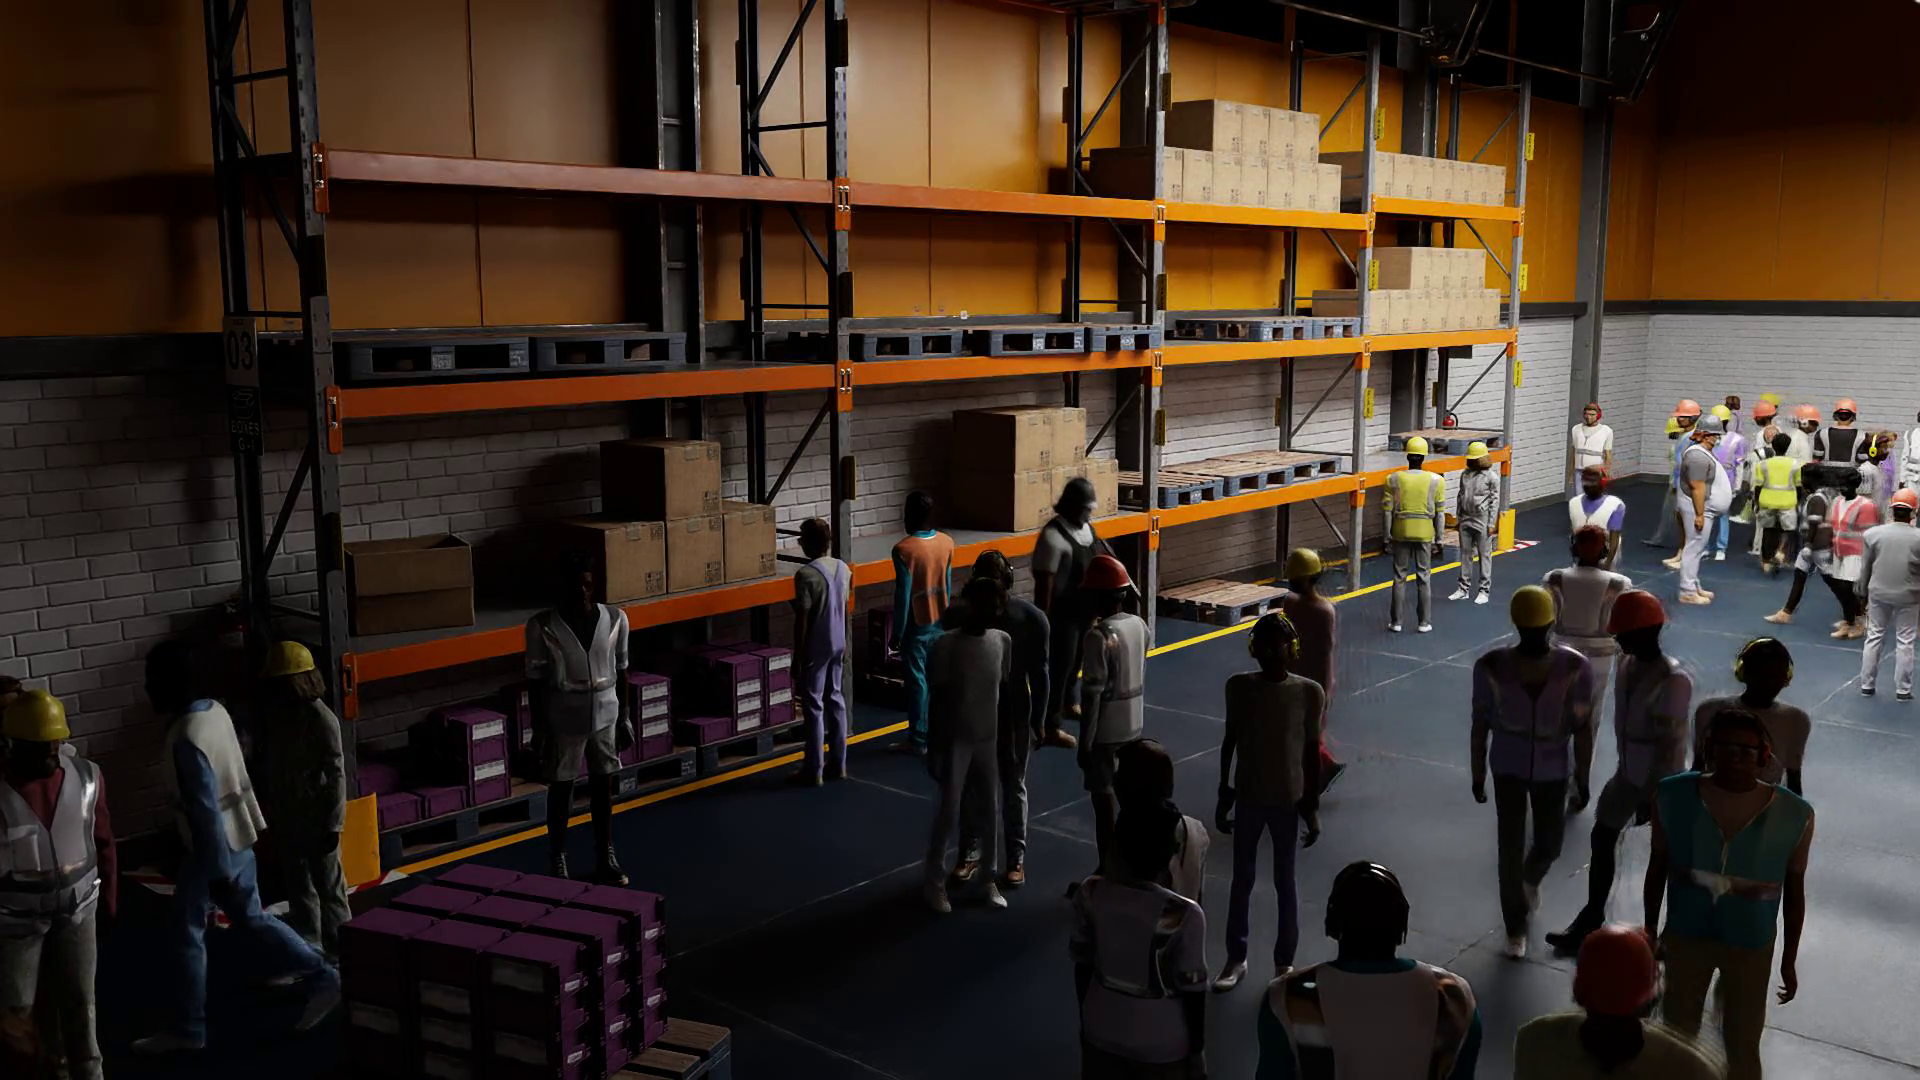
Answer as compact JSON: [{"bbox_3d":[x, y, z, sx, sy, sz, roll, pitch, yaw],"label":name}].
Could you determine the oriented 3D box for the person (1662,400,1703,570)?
[{"bbox_3d":[8.641,-0.654,19.840,0.397,2.039,0.610,1,9,7],"label":"person"}]

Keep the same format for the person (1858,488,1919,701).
[{"bbox_3d":[7.694,0.444,13.666,0.566,1.744,0.350,8,12,42],"label":"person"}]

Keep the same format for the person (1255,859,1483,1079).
[{"bbox_3d":[1.111,1.792,4.661,0.637,1.842,0.429,-1,9,-4],"label":"person"}]

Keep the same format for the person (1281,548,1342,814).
[{"bbox_3d":[2.251,0.904,10.696,0.478,1.750,0.552,-4,10,-23],"label":"person"}]

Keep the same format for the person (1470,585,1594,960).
[{"bbox_3d":[2.930,1.149,8.582,0.598,1.909,0.627,2,9,13],"label":"person"}]

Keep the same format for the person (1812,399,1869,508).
[{"bbox_3d":[10.593,-0.688,20.059,0.613,2.033,0.412,5,10,29],"label":"person"}]

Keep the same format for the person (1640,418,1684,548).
[{"bbox_3d":[9.111,-0.707,21.164,0.655,1.704,0.798,-6,11,-35],"label":"person"}]

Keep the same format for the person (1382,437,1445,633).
[{"bbox_3d":[4.418,-0.046,16.235,0.594,1.926,0.366,2,9,12],"label":"person"}]

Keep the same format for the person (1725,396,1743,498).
[{"bbox_3d":[12.275,-1.479,26.444,0.316,1.633,0.516,6,10,33],"label":"person"}]

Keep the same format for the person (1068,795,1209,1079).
[{"bbox_3d":[0.614,1.706,5.692,0.535,1.693,0.322,7,11,38],"label":"person"}]

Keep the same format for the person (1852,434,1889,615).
[{"bbox_3d":[9.405,-0.166,17.199,0.319,1.871,0.532,5,10,27],"label":"person"}]

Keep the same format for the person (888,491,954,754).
[{"bbox_3d":[-0.277,0.600,12.104,0.388,1.919,0.594,7,11,38],"label":"person"}]

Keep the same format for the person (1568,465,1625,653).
[{"bbox_3d":[5.675,0.217,14.979,0.988,1.791,0.564,-7,11,-39],"label":"person"}]

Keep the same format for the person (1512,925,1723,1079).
[{"bbox_3d":[1.797,1.856,4.605,0.576,1.728,0.632,6,11,35],"label":"person"}]

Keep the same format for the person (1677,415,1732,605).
[{"bbox_3d":[7.942,-0.338,17.759,0.535,2.000,0.683,4,10,24],"label":"person"}]

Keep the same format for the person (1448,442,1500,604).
[{"bbox_3d":[5.500,-0.188,17.772,0.309,1.736,0.484,-7,11,-39],"label":"person"}]

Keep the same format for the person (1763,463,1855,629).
[{"bbox_3d":[8.521,0.062,16.473,0.853,1.644,0.585,3,9,20],"label":"person"}]

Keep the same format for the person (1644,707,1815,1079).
[{"bbox_3d":[2.898,1.529,6.332,0.565,1.850,0.390,4,10,26],"label":"person"}]

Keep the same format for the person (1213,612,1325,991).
[{"bbox_3d":[1.477,1.263,7.978,0.519,1.874,0.326,3,9,20],"label":"person"}]

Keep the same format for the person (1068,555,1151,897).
[{"bbox_3d":[0.816,1.042,9.226,0.389,1.930,0.544,7,11,37],"label":"person"}]

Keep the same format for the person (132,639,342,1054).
[{"bbox_3d":[-3.236,1.350,7.437,0.881,1.879,0.602,-2,9,-12],"label":"person"}]

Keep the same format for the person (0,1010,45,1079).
[{"bbox_3d":[-2.205,1.944,3.755,0.866,1.810,0.535,-3,9,-18],"label":"person"}]

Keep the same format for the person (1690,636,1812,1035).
[{"bbox_3d":[3.562,1.330,7.626,0.550,1.848,0.441,3,9,16],"label":"person"}]

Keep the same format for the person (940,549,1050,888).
[{"bbox_3d":[0.189,1.006,9.418,0.635,1.937,0.352,2,9,12],"label":"person"}]

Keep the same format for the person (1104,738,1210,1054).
[{"bbox_3d":[0.672,1.602,5.878,0.324,1.842,0.514,8,12,43],"label":"person"}]

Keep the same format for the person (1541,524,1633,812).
[{"bbox_3d":[4.147,0.808,10.997,0.590,1.845,0.910,5,10,31],"label":"person"}]

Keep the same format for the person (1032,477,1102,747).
[{"bbox_3d":[0.803,0.468,12.559,0.576,2.000,0.865,5,10,31],"label":"person"}]

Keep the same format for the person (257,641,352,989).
[{"bbox_3d":[-3.142,1.333,7.939,0.492,1.742,0.320,5,10,31],"label":"person"}]

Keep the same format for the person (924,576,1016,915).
[{"bbox_3d":[0.047,1.109,9.061,0.560,1.850,0.364,-4,10,-25],"label":"person"}]

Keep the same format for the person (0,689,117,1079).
[{"bbox_3d":[-3.682,1.489,6.680,0.403,1.825,0.594,8,12,41],"label":"person"}]

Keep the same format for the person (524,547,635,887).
[{"bbox_3d":[-2.126,1.004,9.341,0.611,1.965,0.362,-6,10,-32],"label":"person"}]

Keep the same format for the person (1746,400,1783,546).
[{"bbox_3d":[10.328,-0.823,21.242,0.636,1.932,0.570,-8,12,-42],"label":"person"}]

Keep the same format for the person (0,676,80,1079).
[{"bbox_3d":[-3.888,1.451,6.829,0.570,1.849,0.380,-5,10,-28],"label":"person"}]

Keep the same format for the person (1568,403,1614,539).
[{"bbox_3d":[8.351,-0.898,22.035,0.393,1.836,0.560,-8,12,-41],"label":"person"}]

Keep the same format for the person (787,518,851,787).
[{"bbox_3d":[-0.953,0.761,11.349,0.359,1.835,0.512,7,11,37],"label":"person"}]

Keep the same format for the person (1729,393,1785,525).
[{"bbox_3d":[11.369,-1.138,23.457,0.983,1.875,0.596,1,9,4],"label":"person"}]

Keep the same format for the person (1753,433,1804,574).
[{"bbox_3d":[9.519,-0.412,19.366,0.538,1.677,0.558,6,10,32],"label":"person"}]

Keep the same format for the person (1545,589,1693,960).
[{"bbox_3d":[3.371,1.192,8.336,0.847,1.891,0.572,-2,9,-14],"label":"person"}]

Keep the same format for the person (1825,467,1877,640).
[{"bbox_3d":[8.458,0.138,15.831,0.372,1.671,0.569,-1,9,-9],"label":"person"}]

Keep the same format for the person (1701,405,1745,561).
[{"bbox_3d":[9.313,-0.703,20.485,0.593,1.923,0.386,8,12,41],"label":"person"}]

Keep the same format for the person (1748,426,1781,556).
[{"bbox_3d":[10.111,-0.604,20.767,0.512,1.639,0.311,0,9,2],"label":"person"}]

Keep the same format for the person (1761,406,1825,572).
[{"bbox_3d":[9.948,-0.601,19.670,0.833,1.961,0.658,6,11,35],"label":"person"}]

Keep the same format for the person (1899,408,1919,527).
[{"bbox_3d":[12.169,-0.760,21.004,0.351,1.880,0.577,-6,11,-36],"label":"person"}]
